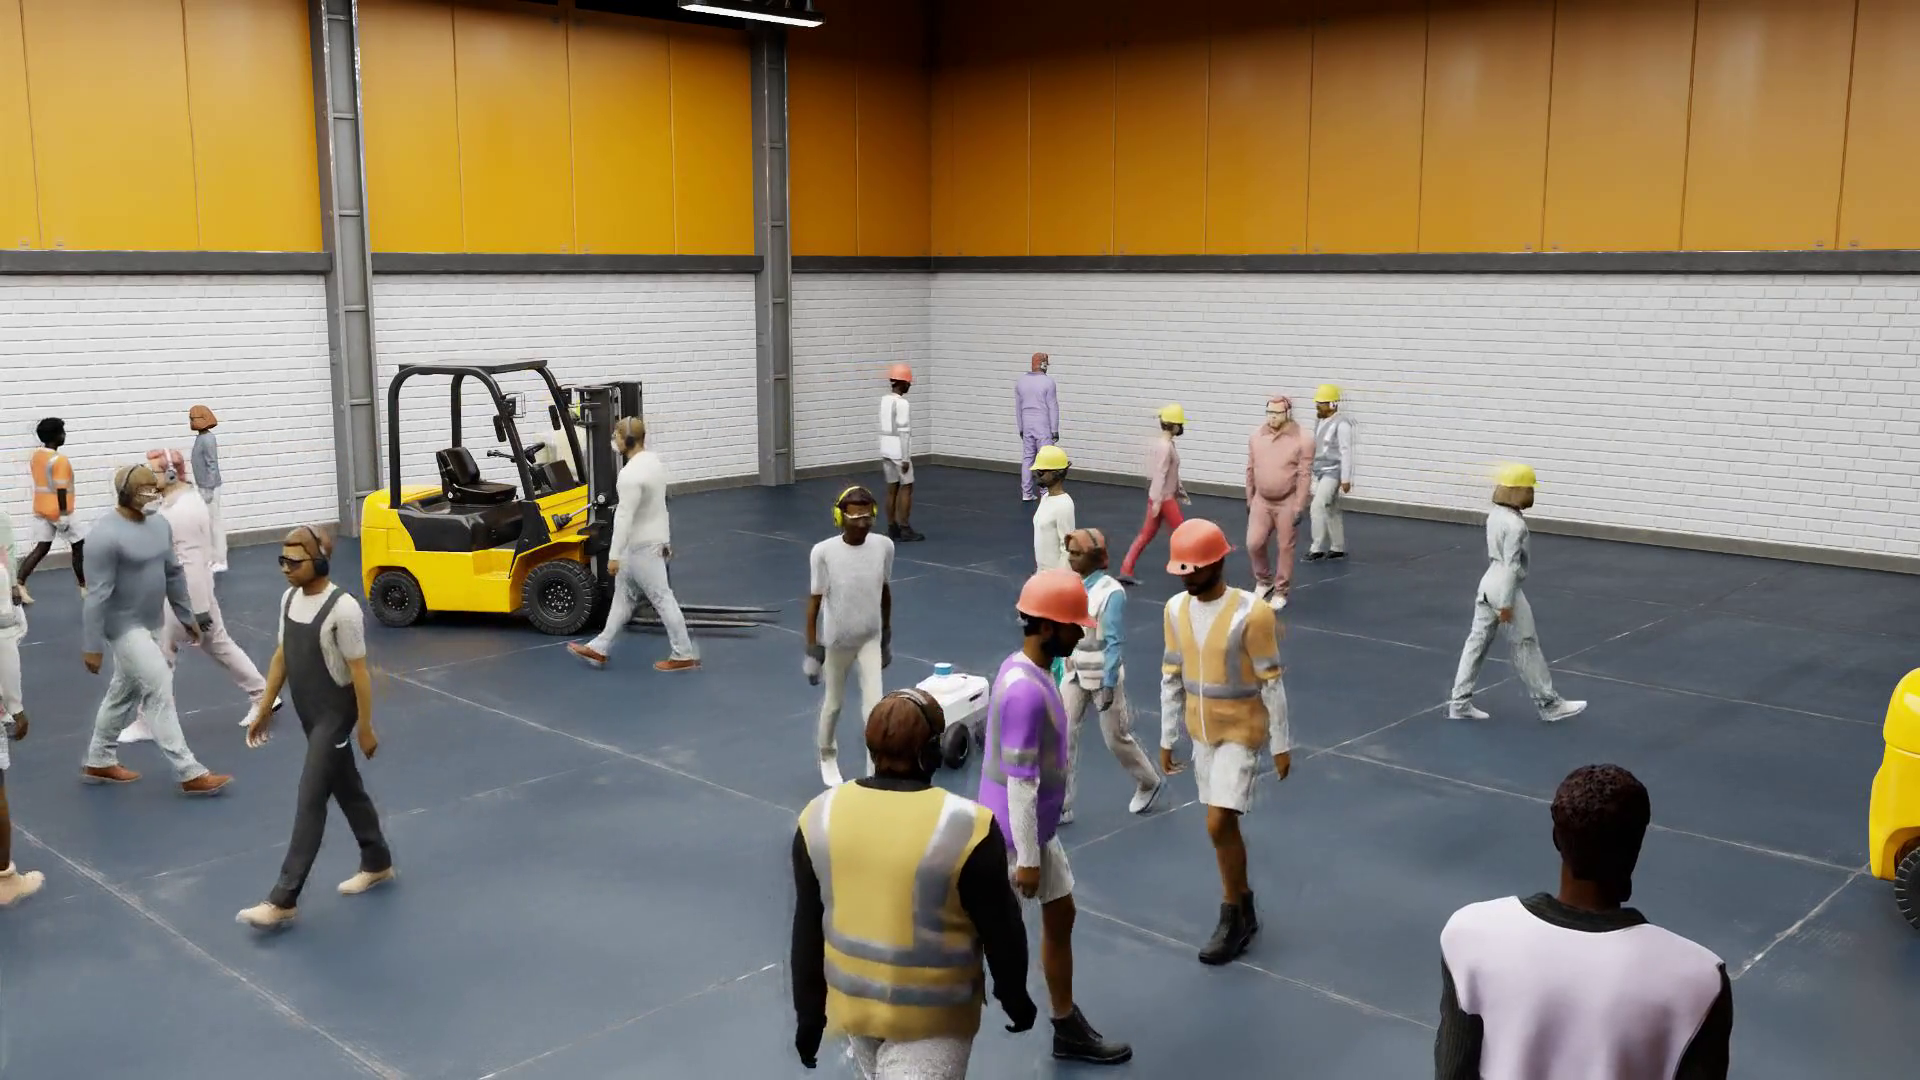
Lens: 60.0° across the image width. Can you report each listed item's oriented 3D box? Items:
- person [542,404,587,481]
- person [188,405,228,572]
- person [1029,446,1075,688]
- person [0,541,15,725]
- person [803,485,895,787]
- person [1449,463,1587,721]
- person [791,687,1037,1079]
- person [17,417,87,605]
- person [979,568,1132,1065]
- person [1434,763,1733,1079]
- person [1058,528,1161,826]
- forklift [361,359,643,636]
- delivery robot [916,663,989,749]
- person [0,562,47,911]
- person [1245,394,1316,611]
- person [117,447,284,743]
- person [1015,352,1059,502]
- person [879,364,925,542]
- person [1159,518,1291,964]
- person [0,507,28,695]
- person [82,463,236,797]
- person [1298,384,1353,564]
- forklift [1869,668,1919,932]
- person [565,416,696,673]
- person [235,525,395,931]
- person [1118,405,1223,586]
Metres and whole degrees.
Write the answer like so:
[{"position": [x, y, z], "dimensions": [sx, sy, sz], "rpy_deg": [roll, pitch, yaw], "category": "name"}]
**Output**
[{"position": [-3.474, -0.395, 15.142], "dimensions": [0.702, 1.782, 0.460], "rpy_deg": [1, 9, 3], "category": "person"}, {"position": [-7.346, -0.498, 16.210], "dimensions": [0.279, 1.634, 0.499], "rpy_deg": [-6, 11, -33], "category": "person"}, {"position": [0.620, 0.241, 11.277], "dimensions": [0.312, 1.768, 0.530], "rpy_deg": [-2, 10, -14], "category": "person"}, {"position": [-6.232, 0.348, 10.315], "dimensions": [0.648, 1.865, 0.931], "rpy_deg": [3, 10, 15], "category": "person"}, {"position": [-0.611, 0.564, 9.220], "dimensions": [0.571, 1.811, 0.933], "rpy_deg": [-3, 10, -20], "category": "person"}, {"position": [3.628, 0.352, 10.796], "dimensions": [0.877, 1.703, 0.493], "rpy_deg": [-1, 9, -5], "category": "person"}, {"position": [-0.157, 1.310, 4.650], "dimensions": [0.623, 1.802, 0.946], "rpy_deg": [5, 11, 30], "category": "person"}, {"position": [-8.027, -0.254, 14.645], "dimensions": [0.532, 1.661, 0.825], "rpy_deg": [6, 11, 33], "category": "person"}, {"position": [0.146, 1.028, 6.107], "dimensions": [0.904, 1.900, 0.595], "rpy_deg": [1, 9, 8], "category": "person"}, {"position": [1.313, 1.421, 3.573], "dimensions": [0.597, 1.917, 0.374], "rpy_deg": [5, 11, 30], "category": "person"}, {"position": [0.751, 0.720, 8.820], "dimensions": [0.771, 1.607, 0.514], "rpy_deg": [-7, 12, -37], "category": "person"}, {"position": [-3.850, -0.407, 13.936], "dimensions": [2.313, 2.155, 1.214], "rpy_deg": [2, 9, 11], "category": "forklift"}, {"position": [-0.105, 0.991, 10.093], "dimensions": [0.477, 0.478, 0.707], "rpy_deg": [4, 10, 26], "category": "delivery robot"}, {"position": [-4.564, 0.730, 7.511], "dimensions": [0.676, 2.025, 0.485], "rpy_deg": [-5, 10, -27], "category": "person"}, {"position": [2.736, -0.323, 14.364], "dimensions": [0.643, 1.887, 0.422], "rpy_deg": [6, 11, 32], "category": "person"}, {"position": [-4.839, 0.327, 10.484], "dimensions": [1.006, 1.860, 0.644], "rpy_deg": [-3, 10, -20], "category": "person"}, {"position": [1.004, -1.411, 20.997], "dimensions": [0.639, 1.902, 0.407], "rpy_deg": [8, 12, 40], "category": "person"}, {"position": [-0.650, -0.944, 18.049], "dimensions": [0.394, 1.932, 0.559], "rpy_deg": [-6, 11, -31], "category": "person"}, {"position": [1.083, 0.845, 7.148], "dimensions": [0.641, 1.902, 0.583], "rpy_deg": [-8, 12, -40], "category": "person"}, {"position": [-6.581, 0.319, 11.203], "dimensions": [0.538, 1.624, 0.416], "rpy_deg": [3, 10, 16], "category": "person"}, {"position": [-4.567, 0.506, 9.308], "dimensions": [0.967, 1.890, 0.665], "rpy_deg": [1, 9, 4], "category": "person"}, {"position": [3.616, -0.666, 16.715], "dimensions": [0.707, 1.804, 0.594], "rpy_deg": [-1, 9, -9], "category": "person"}, {"position": [5.205, 0.723, 7.013], "dimensions": [2.313, 2.155, 1.214], "rpy_deg": [9, 13, 43], "category": "forklift"}, {"position": [-2.406, 0.050, 12.070], "dimensions": [1.012, 1.884, 0.652], "rpy_deg": [0, 9, 1], "category": "person"}, {"position": [-2.967, 0.827, 7.576], "dimensions": [0.521, 1.801, 0.884], "rpy_deg": [8, 12, 40], "category": "person"}, {"position": [1.911, -0.393, 15.344], "dimensions": [0.957, 1.710, 0.536], "rpy_deg": [0, 9, 2], "category": "person"}]
